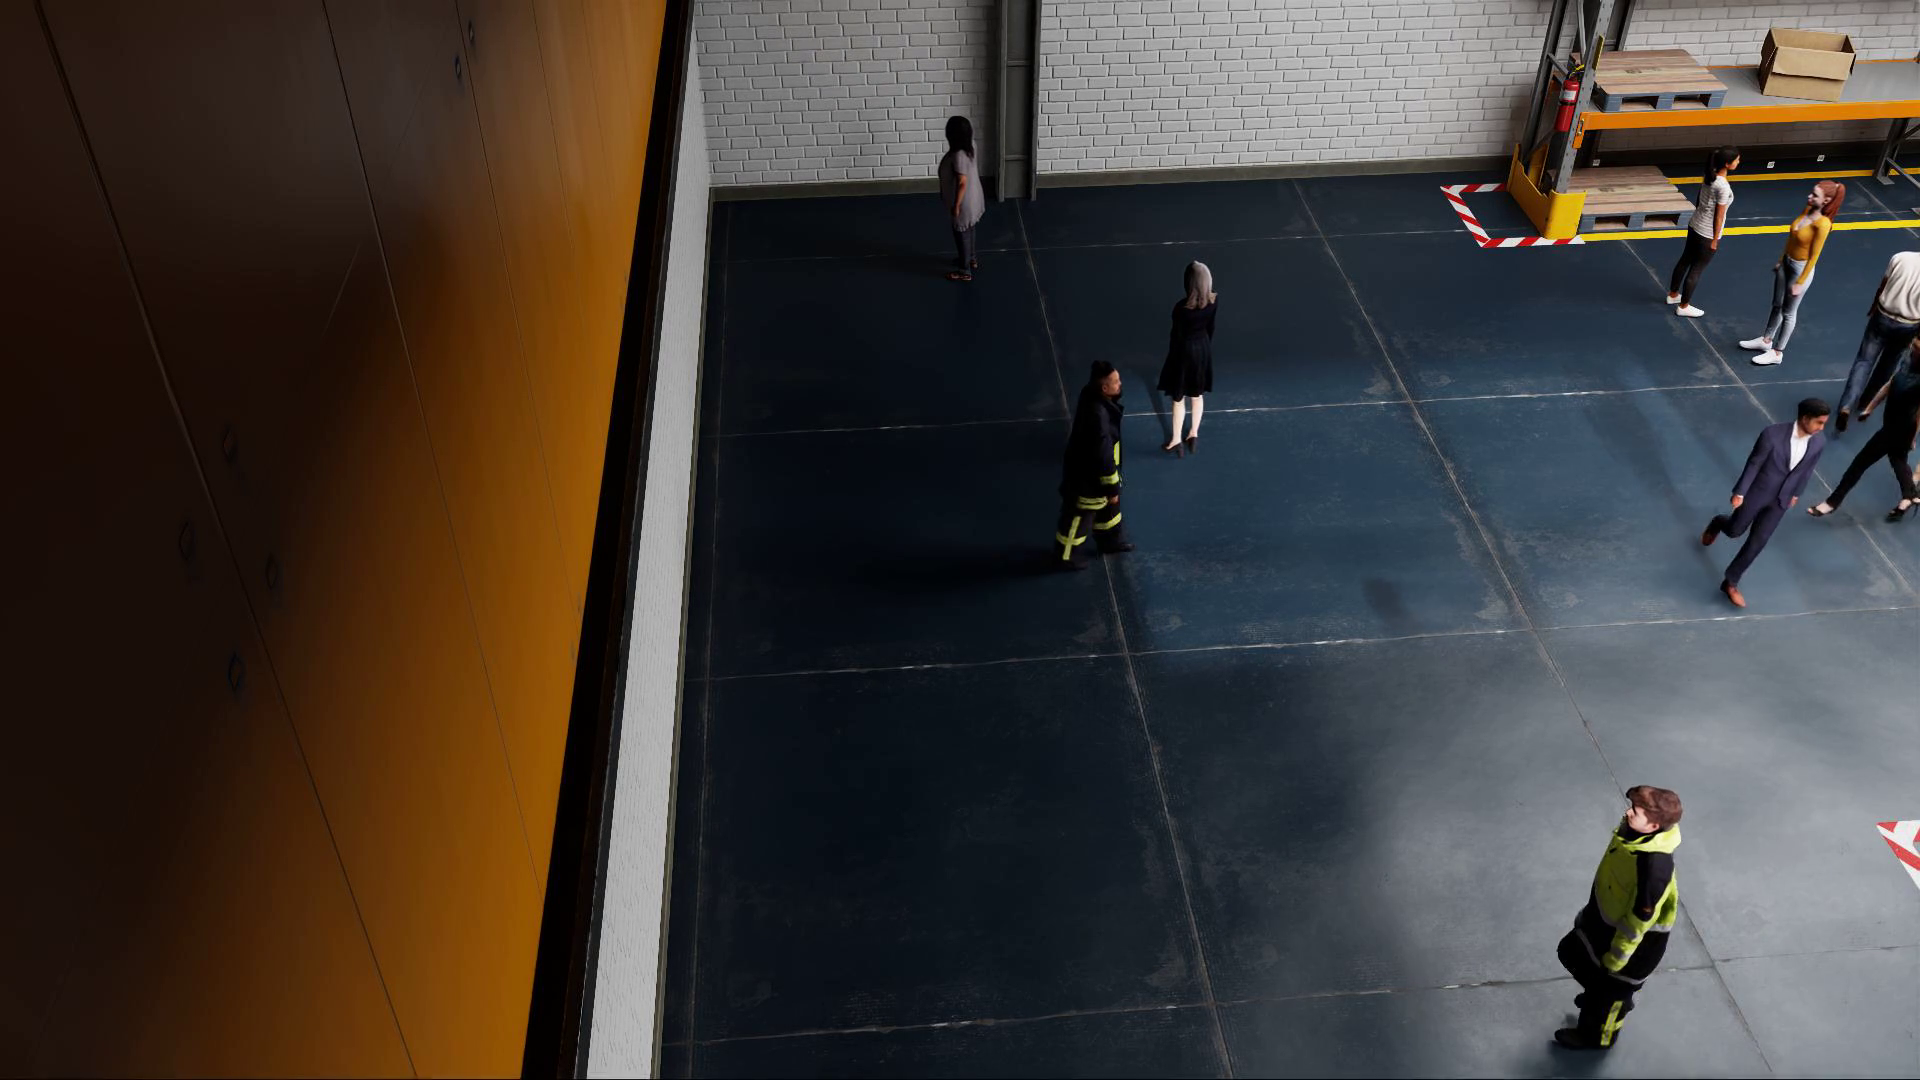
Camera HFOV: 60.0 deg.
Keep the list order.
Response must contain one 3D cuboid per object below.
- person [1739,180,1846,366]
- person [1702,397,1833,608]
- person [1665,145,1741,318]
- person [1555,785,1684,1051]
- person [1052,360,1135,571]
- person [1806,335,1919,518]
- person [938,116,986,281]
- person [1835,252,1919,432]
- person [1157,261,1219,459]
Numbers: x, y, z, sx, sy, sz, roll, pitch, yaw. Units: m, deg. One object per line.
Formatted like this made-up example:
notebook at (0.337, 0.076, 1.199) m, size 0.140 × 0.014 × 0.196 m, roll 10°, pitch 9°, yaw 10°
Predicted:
person at (7.295, -2.342, 14.504) m, size 0.577 × 1.750 × 0.600 m, roll 0°, pitch 39°, yaw 0°
person at (5.831, -0.367, 12.080) m, size 0.991 × 1.688 × 0.835 m, roll 4°, pitch 39°, yaw 5°
person at (6.805, -2.839, 15.209) m, size 0.515 × 1.647 × 0.557 m, roll -3°, pitch 39°, yaw -3°
person at (3.619, 2.054, 8.828) m, size 0.794 × 1.964 × 0.837 m, roll 4°, pitch 39°, yaw 5°
person at (0.885, -0.561, 12.191) m, size 0.908 × 1.853 × 0.848 m, roll 2°, pitch 39°, yaw 2°
person at (7.207, -0.837, 12.668) m, size 1.115 × 1.689 × 0.715 m, roll 4°, pitch 39°, yaw 4°
person at (0.027, -3.251, 15.756) m, size 0.756 × 1.609 × 0.722 m, roll 9°, pitch 40°, yaw 11°
person at (7.643, -1.720, 13.670) m, size 1.172 × 1.819 × 1.238 m, roll 27°, pitch 46°, yaw 30°
person at (1.848, -1.457, 13.400) m, size 0.643 × 1.745 × 0.751 m, roll -20°, pitch 43°, yaw -23°
